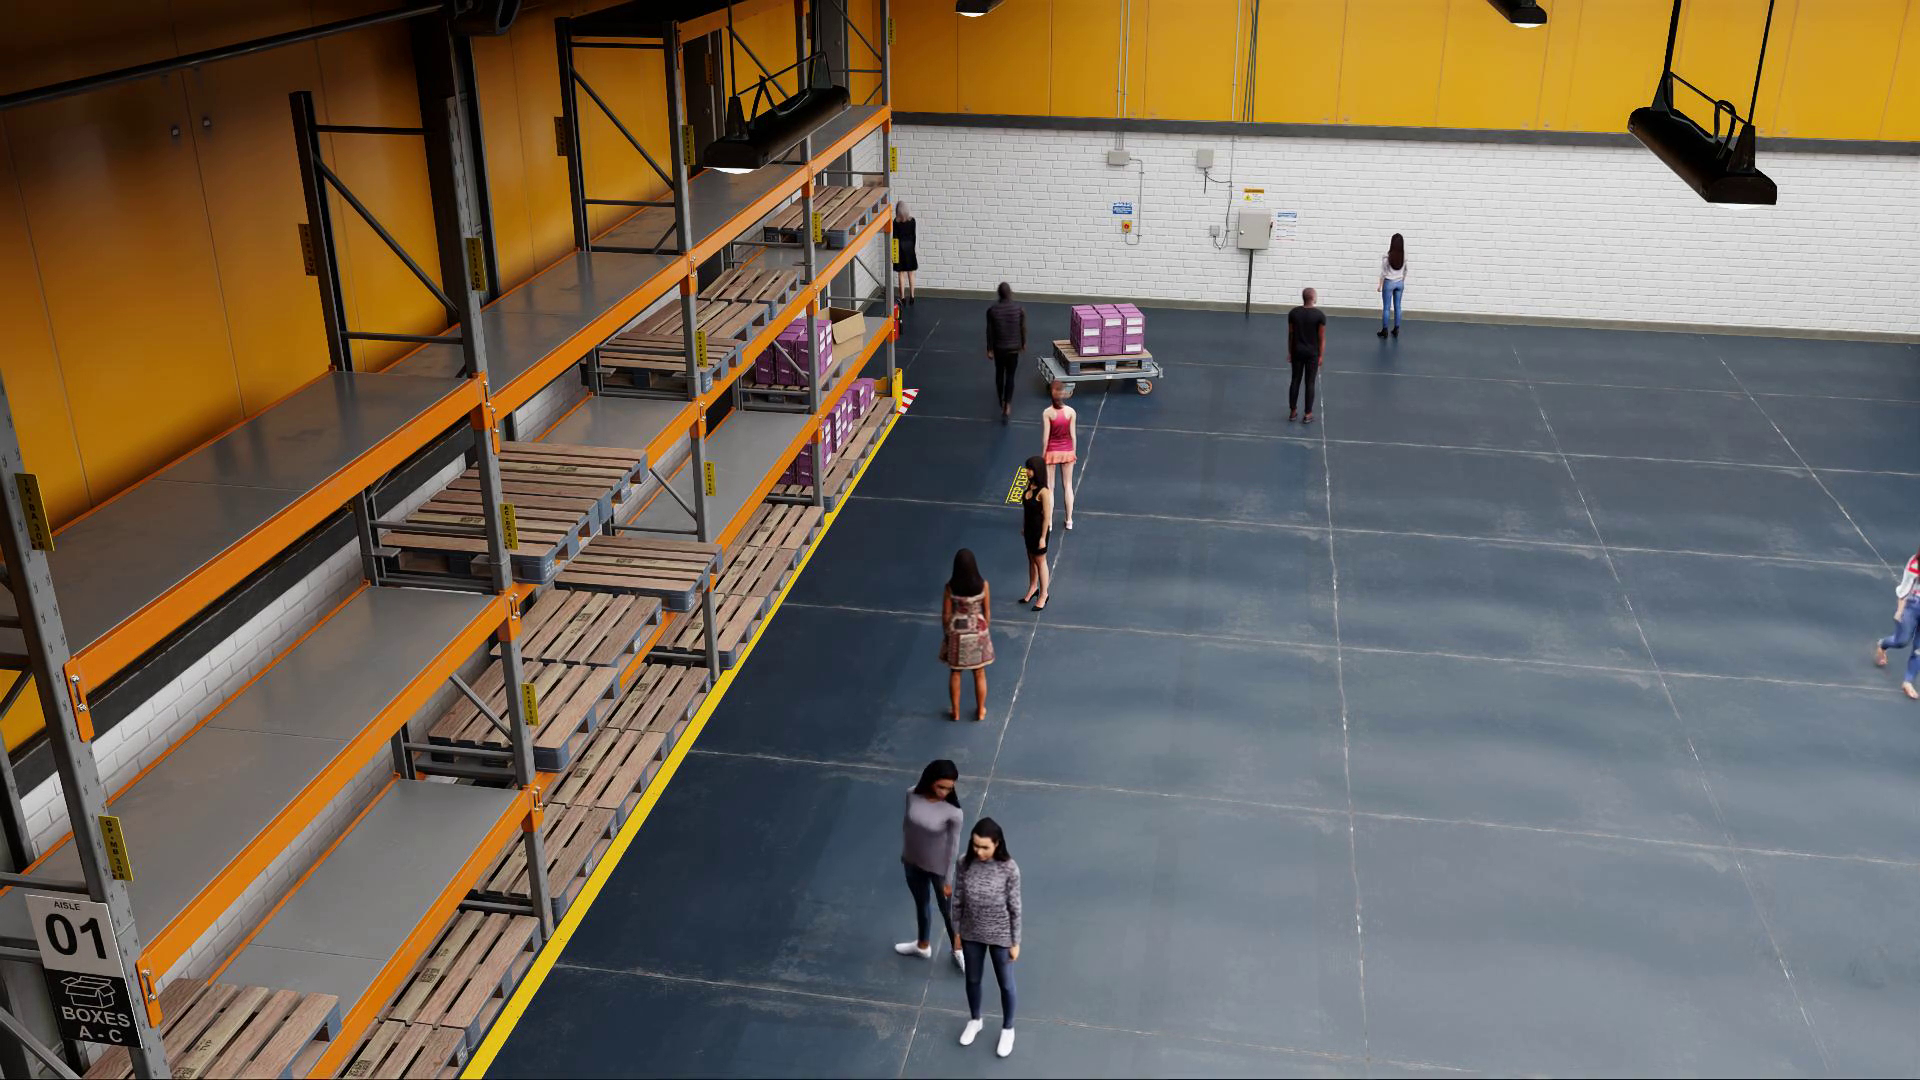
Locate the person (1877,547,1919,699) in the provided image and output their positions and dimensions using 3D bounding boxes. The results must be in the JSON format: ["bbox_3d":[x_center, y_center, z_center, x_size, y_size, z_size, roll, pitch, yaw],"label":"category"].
[{"bbox_3d":[8.827,0.617,15.363,0.644,1.598,0.929,2,24,4],"label":"person"}]

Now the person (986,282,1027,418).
[{"bbox_3d":[0.623,-2.510,22.272,0.774,1.795,1.213,1,24,3],"label":"person"}]

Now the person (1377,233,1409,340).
[{"bbox_3d":[6.718,-3.945,25.756,0.676,1.633,0.665,-7,25,-15],"label":"person"}]

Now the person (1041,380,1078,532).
[{"bbox_3d":[1.100,-0.963,18.789,0.628,1.750,0.613,-4,24,-10],"label":"person"}]

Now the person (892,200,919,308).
[{"bbox_3d":[-0.916,-4.726,27.401,0.695,1.747,0.718,-8,25,-19],"label":"person"}]

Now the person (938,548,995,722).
[{"bbox_3d":[0.048,0.840,14.801,0.705,1.642,0.620,-2,24,-4],"label":"person"}]

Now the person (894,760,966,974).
[{"bbox_3d":[-0.227,2.212,11.564,0.810,1.719,0.865,-17,29,-34],"label":"person"}]

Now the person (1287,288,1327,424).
[{"bbox_3d":[4.589,-2.463,22.136,0.737,1.817,0.698,13,27,27],"label":"person"}]

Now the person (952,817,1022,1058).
[{"bbox_3d":[0.188,2.538,10.804,0.646,1.731,0.578,8,25,17],"label":"person"}]

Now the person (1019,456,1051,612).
[{"bbox_3d":[0.780,-0.079,16.894,0.704,1.648,0.612,-12,26,-25],"label":"person"}]
